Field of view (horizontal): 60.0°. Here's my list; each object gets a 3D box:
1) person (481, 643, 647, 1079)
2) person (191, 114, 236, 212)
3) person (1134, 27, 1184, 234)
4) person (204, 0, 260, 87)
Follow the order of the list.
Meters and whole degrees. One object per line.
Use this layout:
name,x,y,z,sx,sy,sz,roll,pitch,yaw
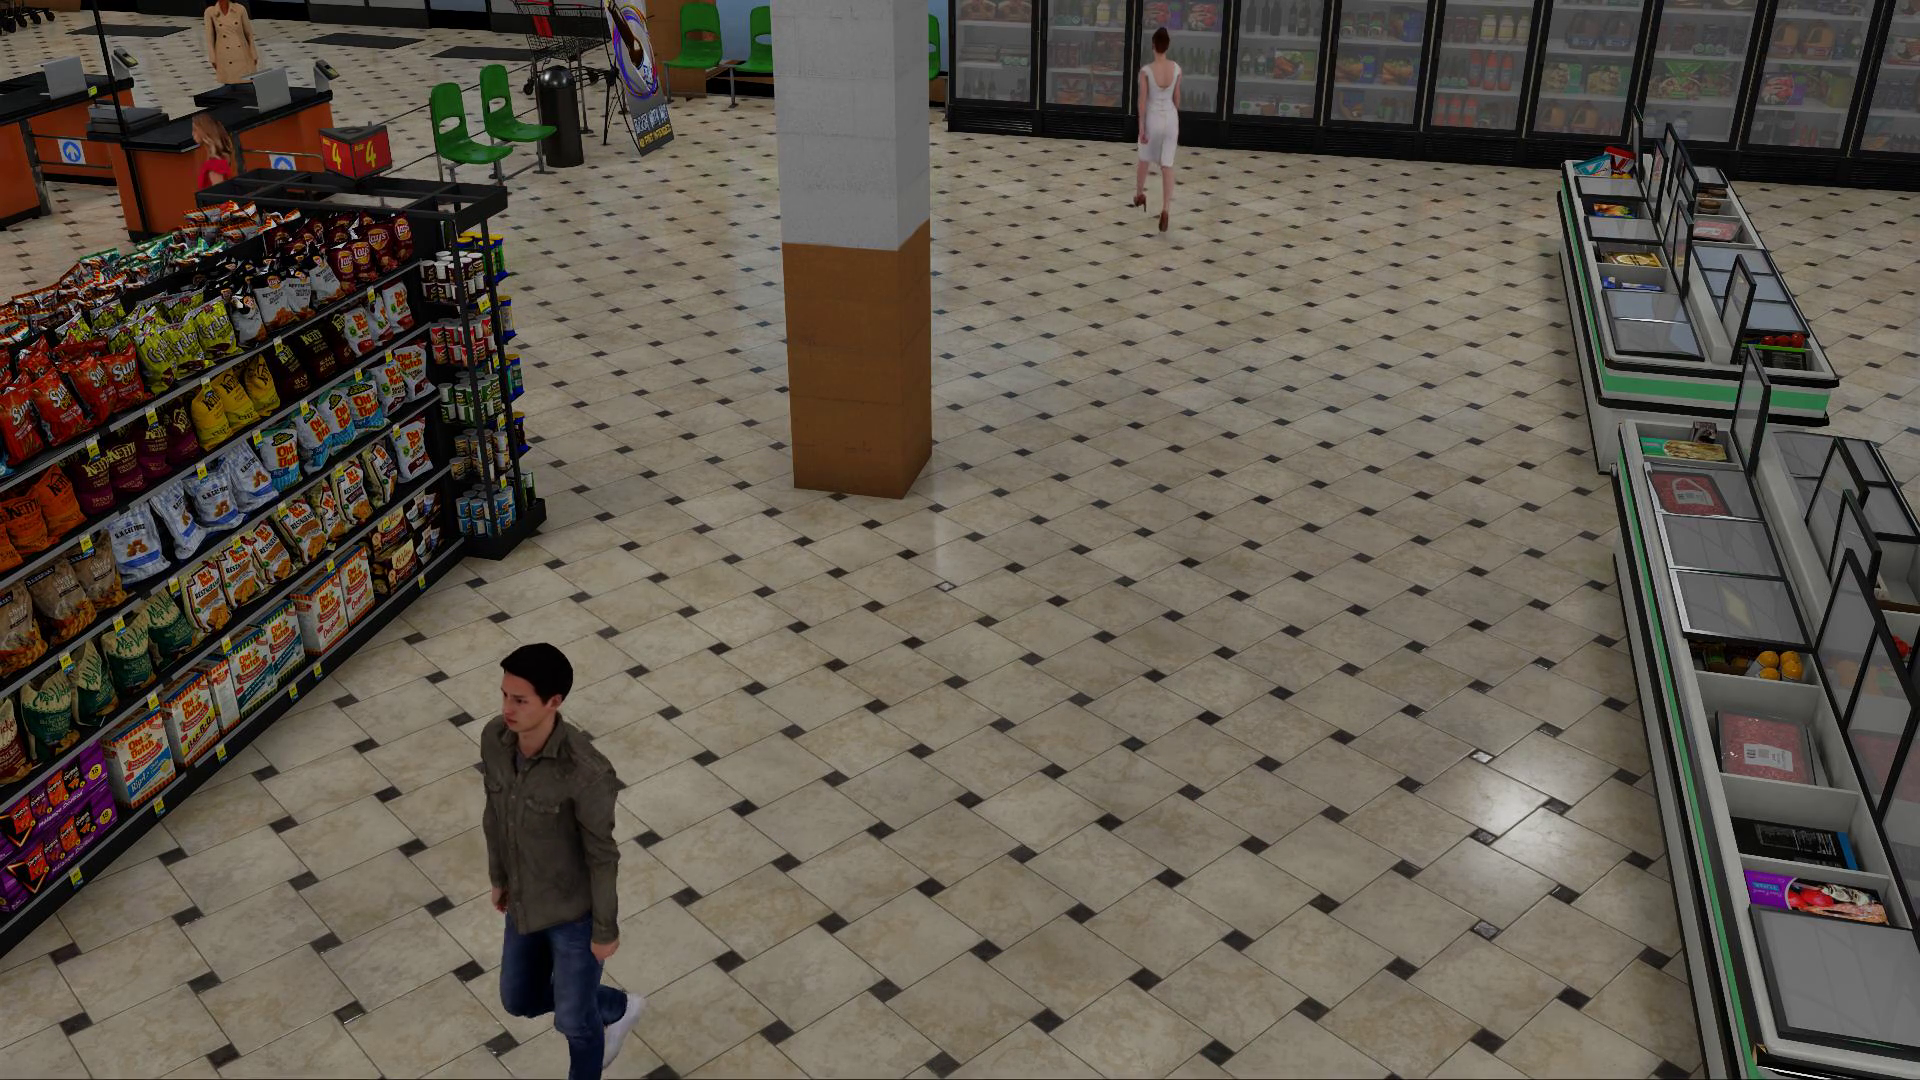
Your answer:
person,-1.229,1.114,5.345,0.869,1.858,0.962,18,32,31
person,-5.243,-2.236,12.121,0.941,1.705,0.934,-10,28,-18
person,1.797,-3.589,14.750,0.859,1.739,1.176,-3,27,-6
person,-7.863,-5.218,18.027,0.724,1.681,0.745,-11,29,-20
